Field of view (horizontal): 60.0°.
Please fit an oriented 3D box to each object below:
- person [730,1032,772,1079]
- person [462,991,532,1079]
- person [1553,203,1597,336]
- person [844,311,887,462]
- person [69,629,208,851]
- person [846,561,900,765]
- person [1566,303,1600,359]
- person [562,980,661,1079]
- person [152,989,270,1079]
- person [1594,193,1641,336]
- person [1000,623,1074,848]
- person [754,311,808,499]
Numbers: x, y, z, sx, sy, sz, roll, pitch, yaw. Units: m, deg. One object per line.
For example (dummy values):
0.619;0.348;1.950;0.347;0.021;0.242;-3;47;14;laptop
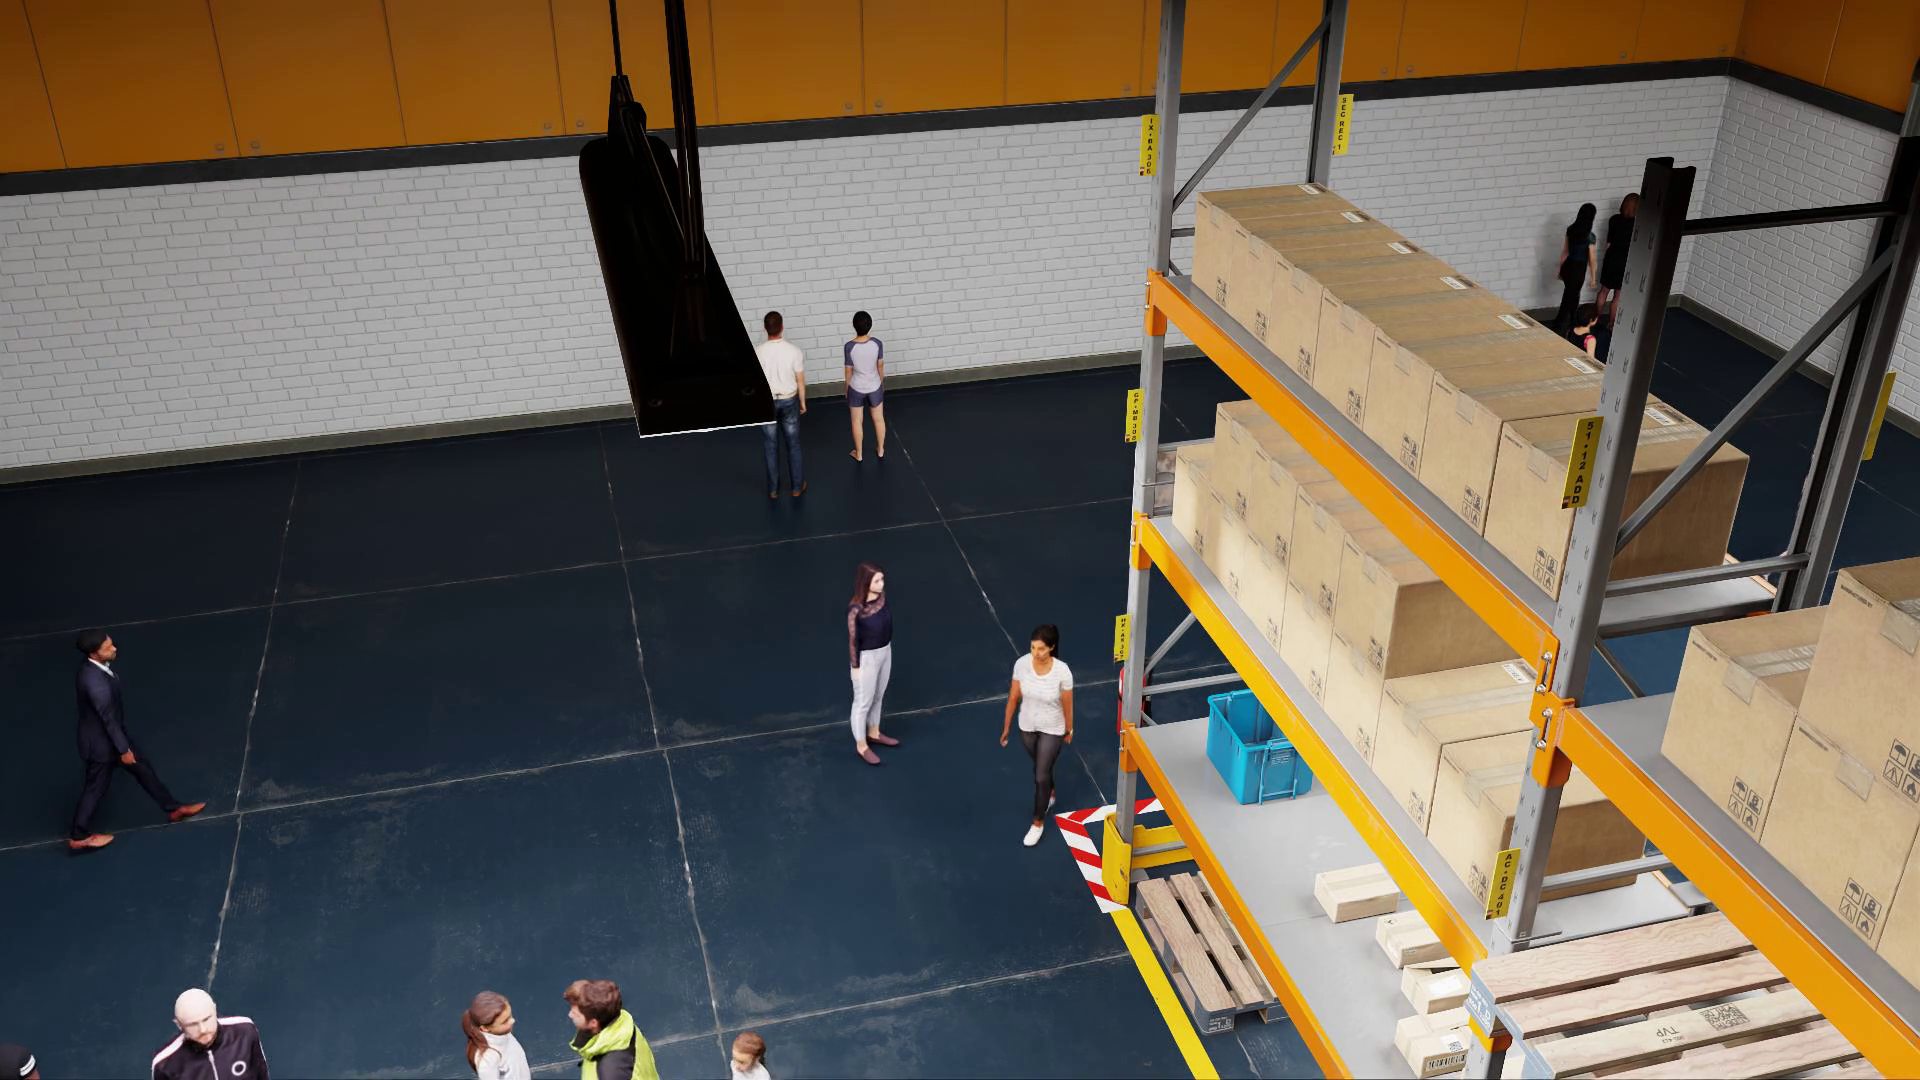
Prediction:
-1.063;2.996;8.872;0.681;1.008;0.711;19;34;31;person
-2.323;2.899;8.476;0.638;1.557;0.513;-2;29;-3;person
7.002;-3.012;19.148;0.736;1.716;0.826;-14;31;-23;person
-0.952;-1.549;16.623;0.558;1.565;0.517;-8;30;-15;person
-5.839;1.374;11.157;0.840;1.667;1.104;-15;32;-25;person
-0.634;0.872;12.140;0.731;1.607;0.665;15;32;25;person
6.229;-1.661;16.842;0.623;1.551;0.476;-12;31;-21;person
-1.491;2.901;8.080;0.887;1.934;1.087;-6;29;-11;person
-3.682;2.893;8.260;0.932;1.776;1.336;-17;33;-29;person
7.757;-3.258;19.615;0.709;1.701;0.565;-20;34;-32;person
0.602;1.243;11.450;0.876;1.617;0.928;17;33;28;person
-1.731;-1.287;15.843;0.704;1.853;0.620;-2;29;-4;person
